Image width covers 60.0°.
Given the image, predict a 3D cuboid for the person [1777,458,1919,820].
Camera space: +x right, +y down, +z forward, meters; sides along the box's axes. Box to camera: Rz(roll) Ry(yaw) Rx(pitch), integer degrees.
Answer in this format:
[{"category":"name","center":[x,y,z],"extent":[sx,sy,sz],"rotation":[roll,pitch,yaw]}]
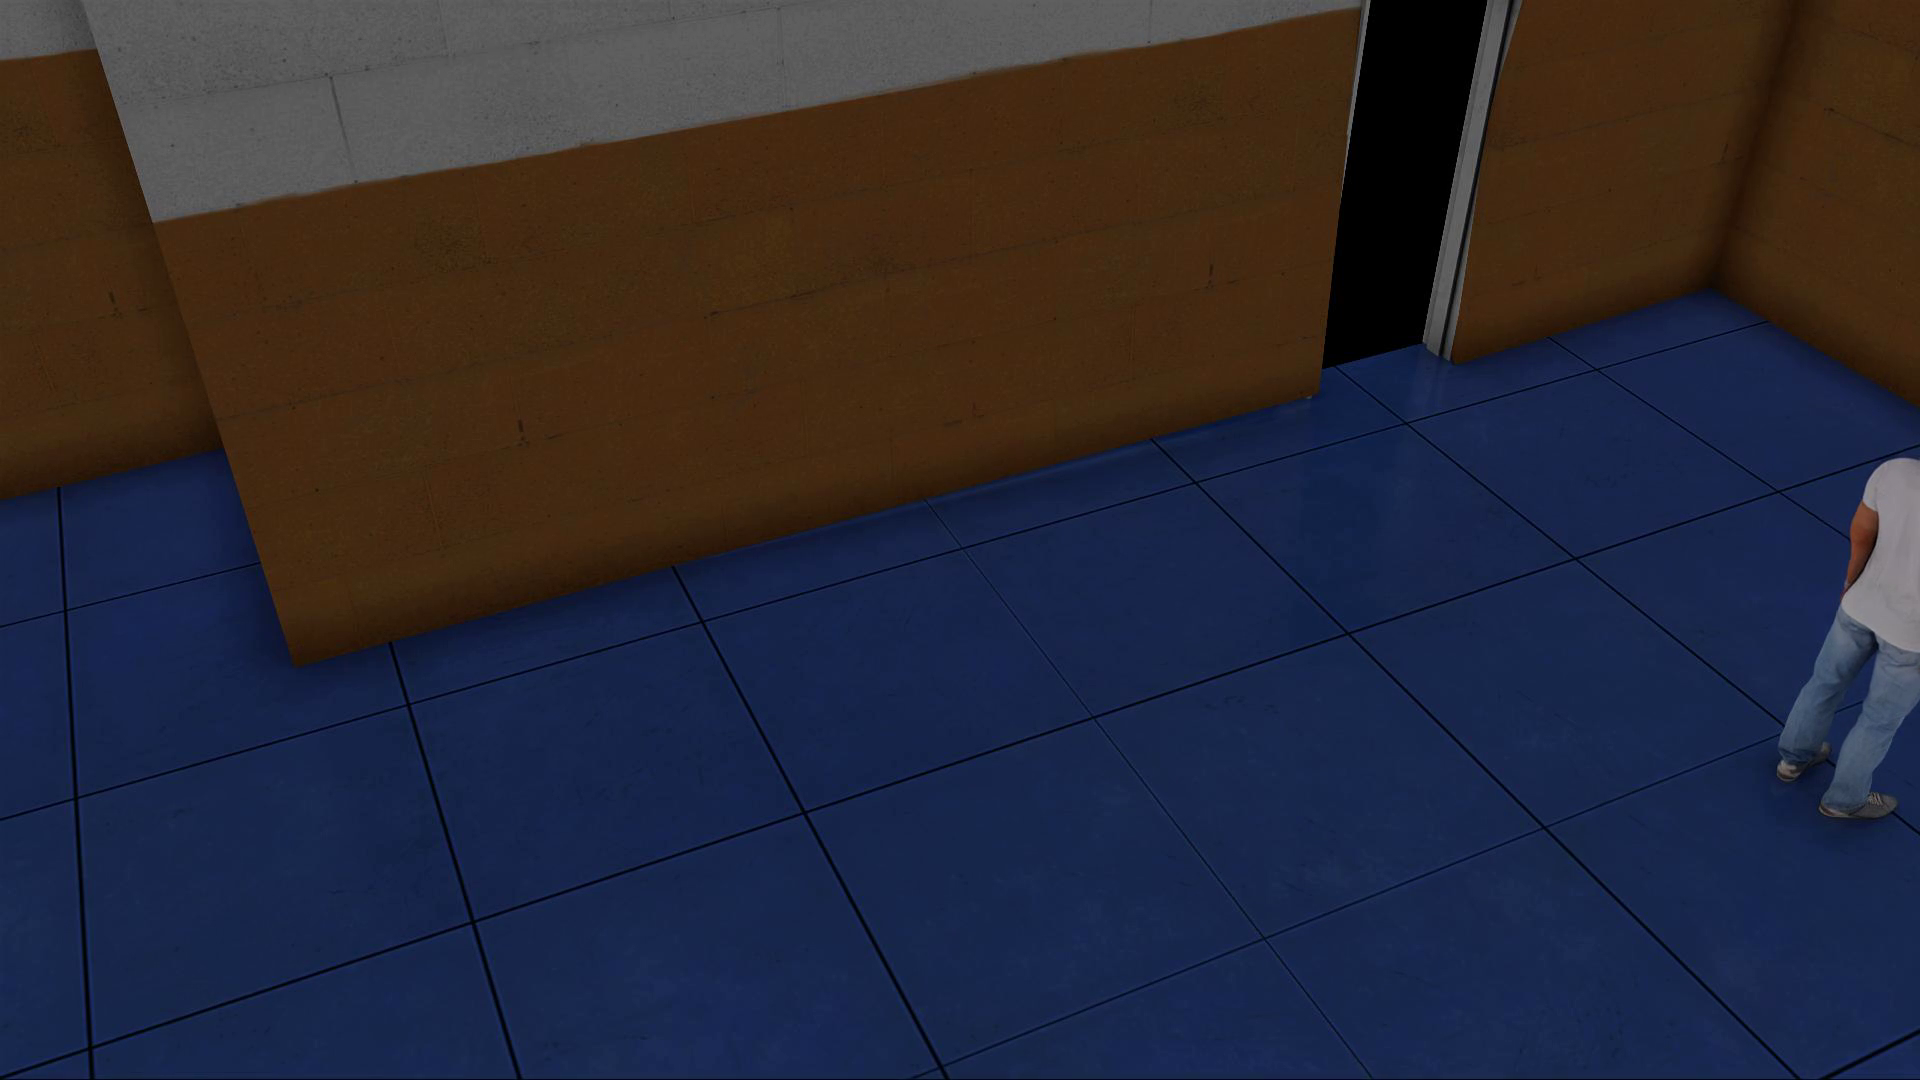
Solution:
[{"category":"person","center":[3.525,0.277,6.274],"extent":[0.739,1.867,0.510],"rotation":[-13,39,-17]}]
